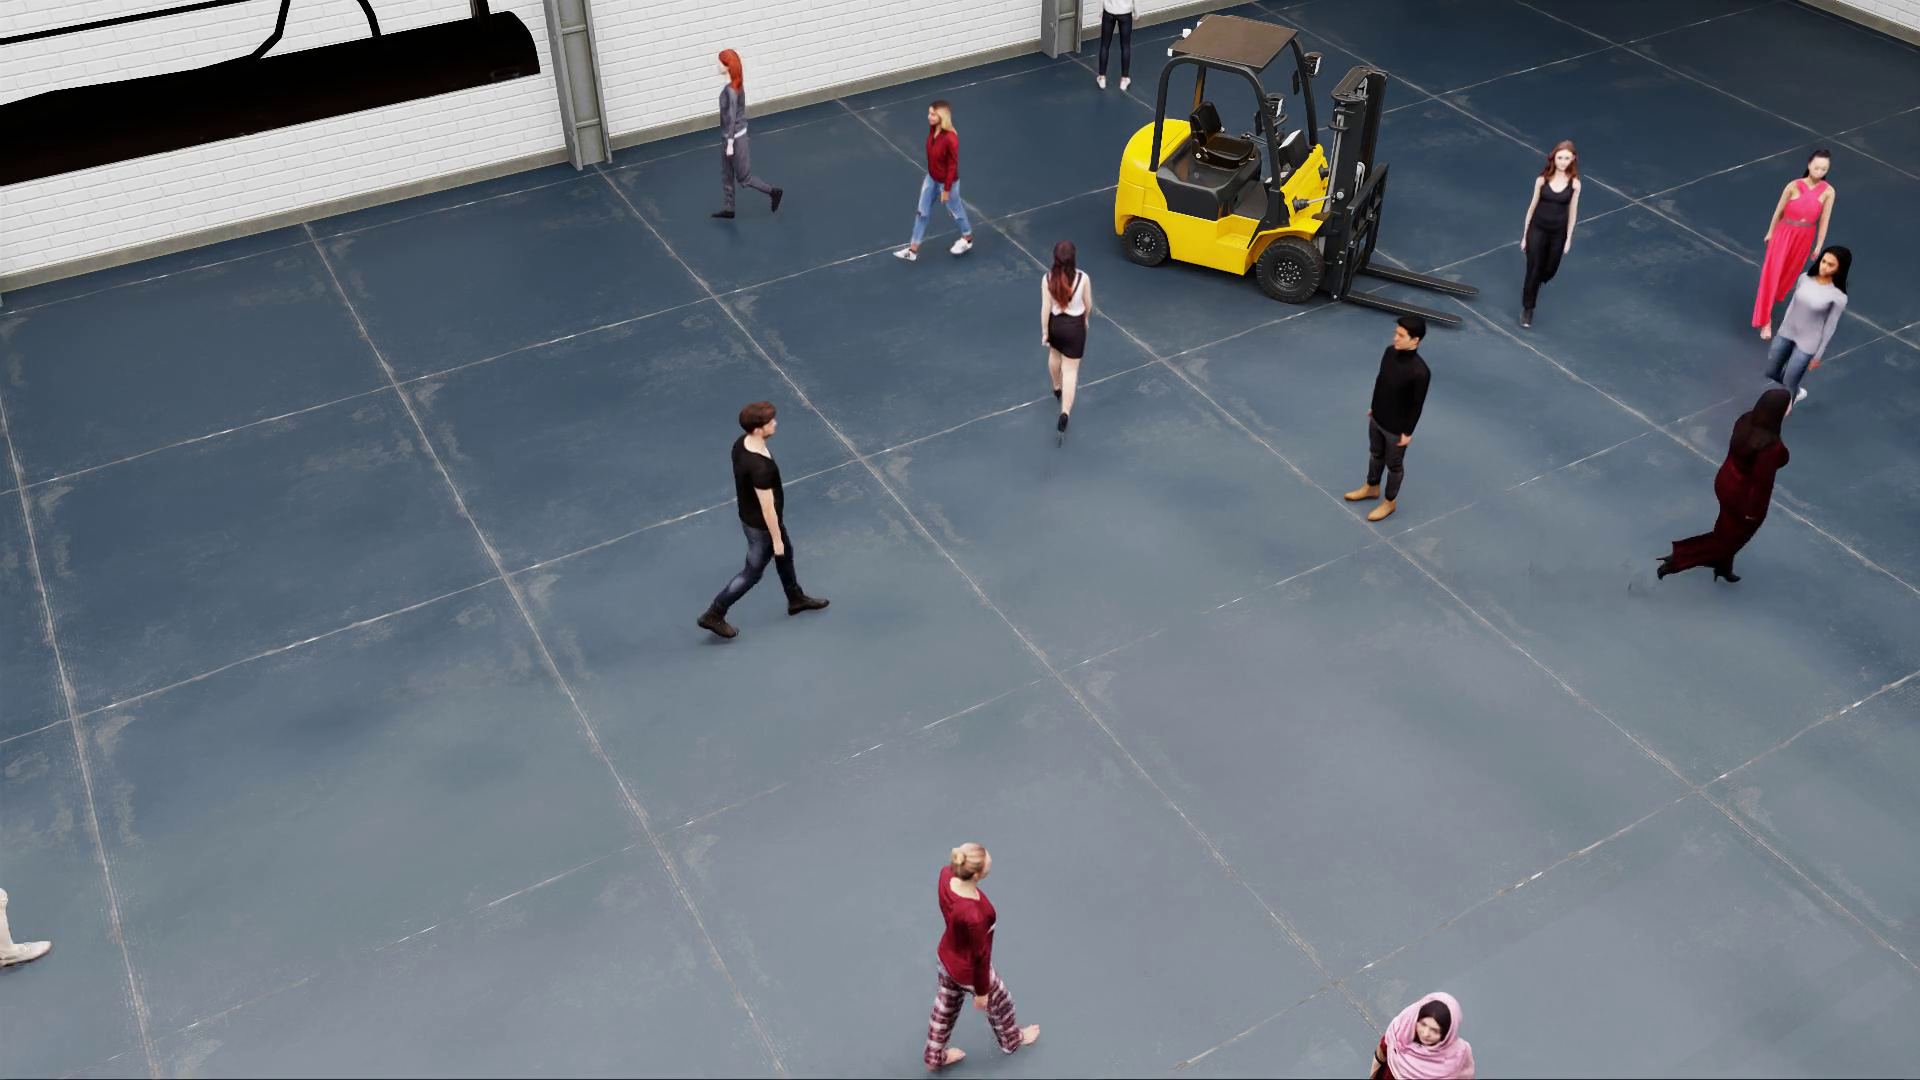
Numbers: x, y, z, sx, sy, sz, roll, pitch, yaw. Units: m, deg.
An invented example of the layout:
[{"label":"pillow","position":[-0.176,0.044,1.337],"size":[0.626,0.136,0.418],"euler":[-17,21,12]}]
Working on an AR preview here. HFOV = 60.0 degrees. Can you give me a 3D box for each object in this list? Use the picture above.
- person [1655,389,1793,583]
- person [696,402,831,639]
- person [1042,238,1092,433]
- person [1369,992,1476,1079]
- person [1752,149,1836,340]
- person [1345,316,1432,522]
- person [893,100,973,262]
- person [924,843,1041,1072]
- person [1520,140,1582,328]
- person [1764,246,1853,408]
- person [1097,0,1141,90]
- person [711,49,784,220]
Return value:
[{"label":"person","position":[5.442,-0.318,11.772],"size":[1.101,1.738,0.949],"euler":[0,39,-1]},{"label":"person","position":[-1.452,-0.101,11.397],"size":[1.272,1.867,0.871],"euler":[-11,40,-13]},{"label":"person","position":[0.856,-1.638,13.522],"size":[1.046,1.618,1.014],"euler":[4,39,5]},{"label":"person","position":[2.182,2.724,8.043],"size":[0.664,1.639,0.703],"euler":[-29,47,-31]},{"label":"person","position":[7.391,-2.675,14.781],"size":[1.101,1.667,1.186],"euler":[11,40,13]},{"label":"person","position":[3.275,-0.941,12.565],"size":[0.567,1.722,0.667],"euler":[-15,41,-18]},{"label":"person","position":[-0.099,-3.385,15.739],"size":[1.079,1.580,0.667],"euler":[-23,44,-26]},{"label":"person","position":[-0.037,2.212,8.651],"size":[0.874,1.680,0.656],"euler":[-19,42,-22]},{"label":"person","position":[5.244,-2.786,14.870],"size":[0.935,1.729,0.991],"euler":[8,39,10]},{"label":"person","position":[6.845,-1.612,13.408],"size":[0.800,1.720,0.655],"euler":[-16,41,-19]},{"label":"person","position":[1.791,-5.993,18.913],"size":[0.692,1.695,0.774],"euler":[6,39,7]},{"label":"person","position":[-2.128,-3.921,16.269],"size":[1.024,1.757,0.774],"euler":[-8,39,-9]}]
